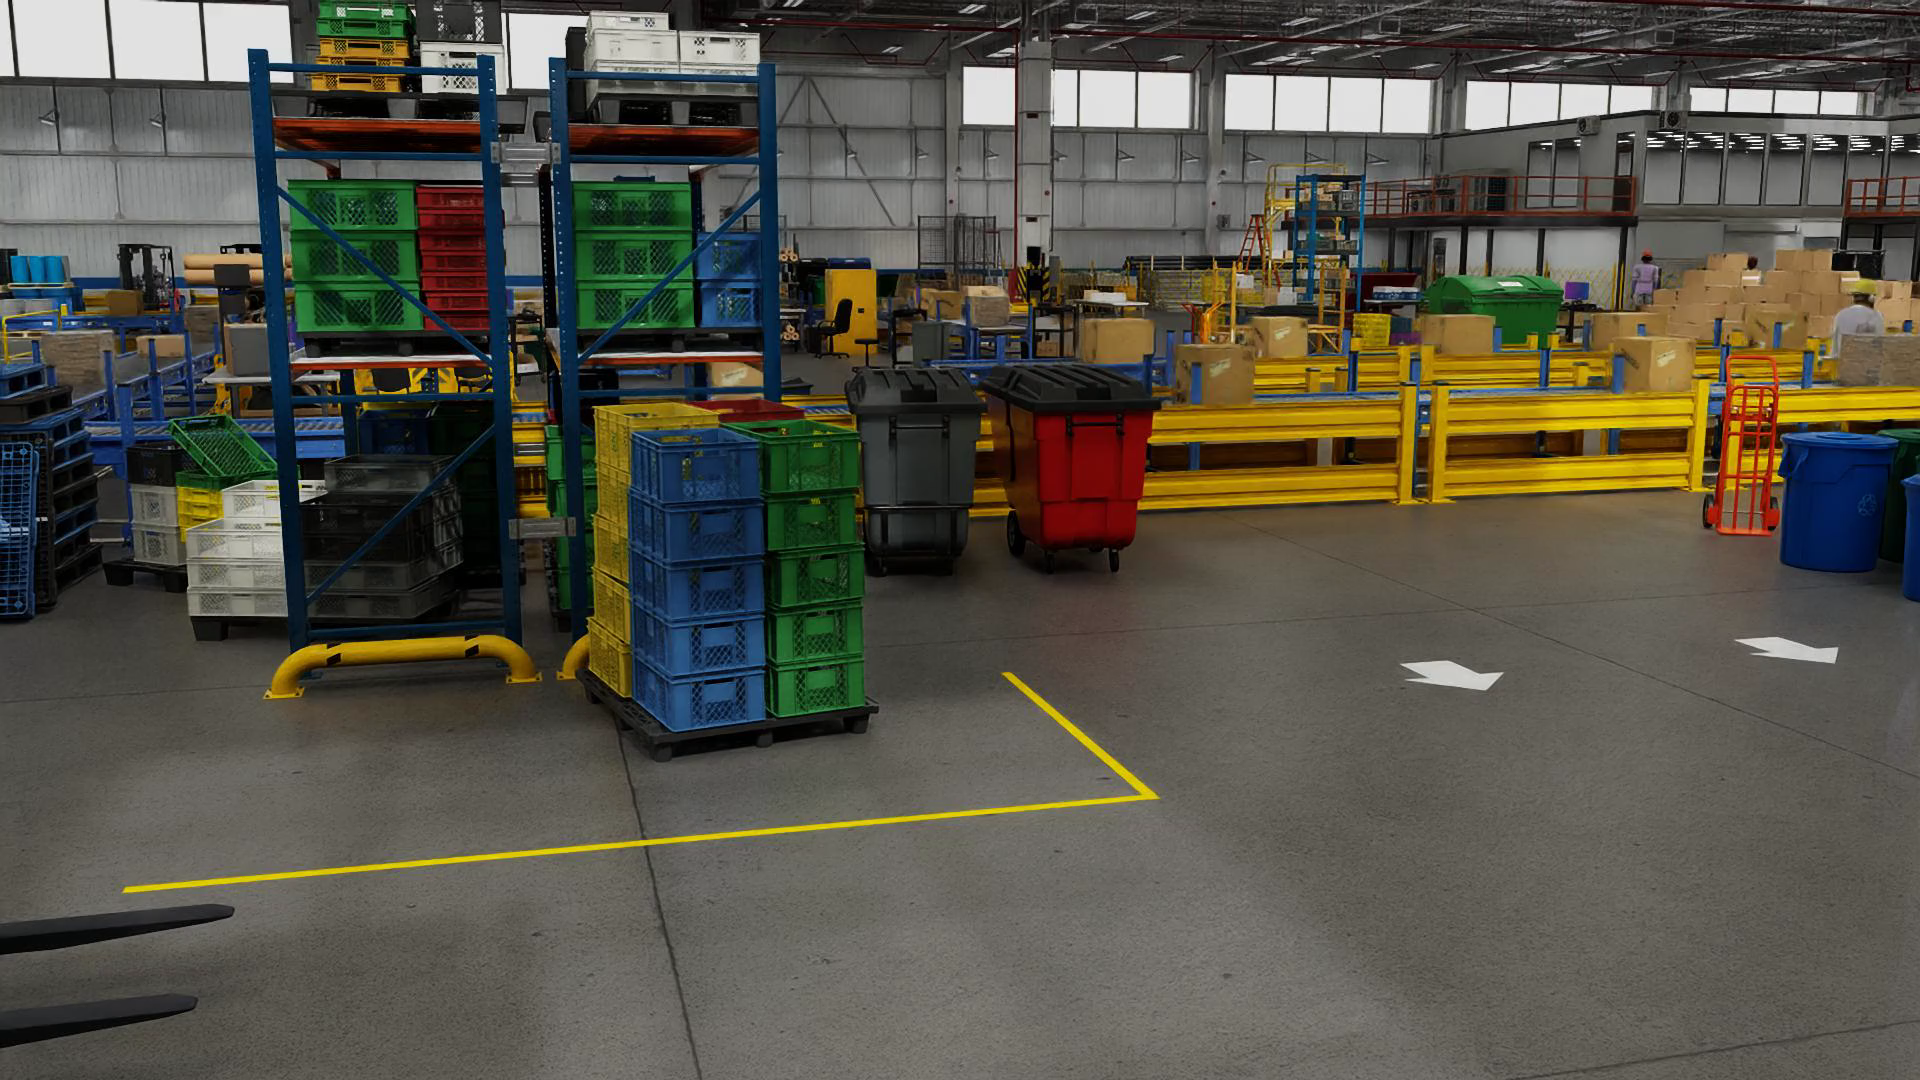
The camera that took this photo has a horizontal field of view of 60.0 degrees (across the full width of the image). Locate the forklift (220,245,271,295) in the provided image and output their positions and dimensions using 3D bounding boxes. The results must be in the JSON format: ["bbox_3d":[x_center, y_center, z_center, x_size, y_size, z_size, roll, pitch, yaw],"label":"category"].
[{"bbox_3d":[-17.749,-6.334,41.440,1.157,1.987,2.680,-3,10,-17],"label":"forklift"}]

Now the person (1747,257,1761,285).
[{"bbox_3d":[20.016,-6.255,42.258,0.581,1.863,0.710,-1,10,-3],"label":"person"}]

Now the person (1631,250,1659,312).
[{"bbox_3d":[17.006,-6.179,41.355,0.606,2.038,0.393,1,10,8],"label":"person"}]

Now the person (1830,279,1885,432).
[{"bbox_3d":[9.563,-1.870,17.653,0.933,1.785,0.587,-2,10,-13],"label":"person"}]

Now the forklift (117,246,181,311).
[{"bbox_3d":[-19.966,-6.232,40.894,1.157,1.987,2.680,-3,10,-15],"label":"forklift"}]

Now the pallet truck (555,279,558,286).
[{"bbox_3d":[-10.604,-6.375,44.520,0.653,1.274,1.630,-3,10,-15],"label":"pallet truck"}]
